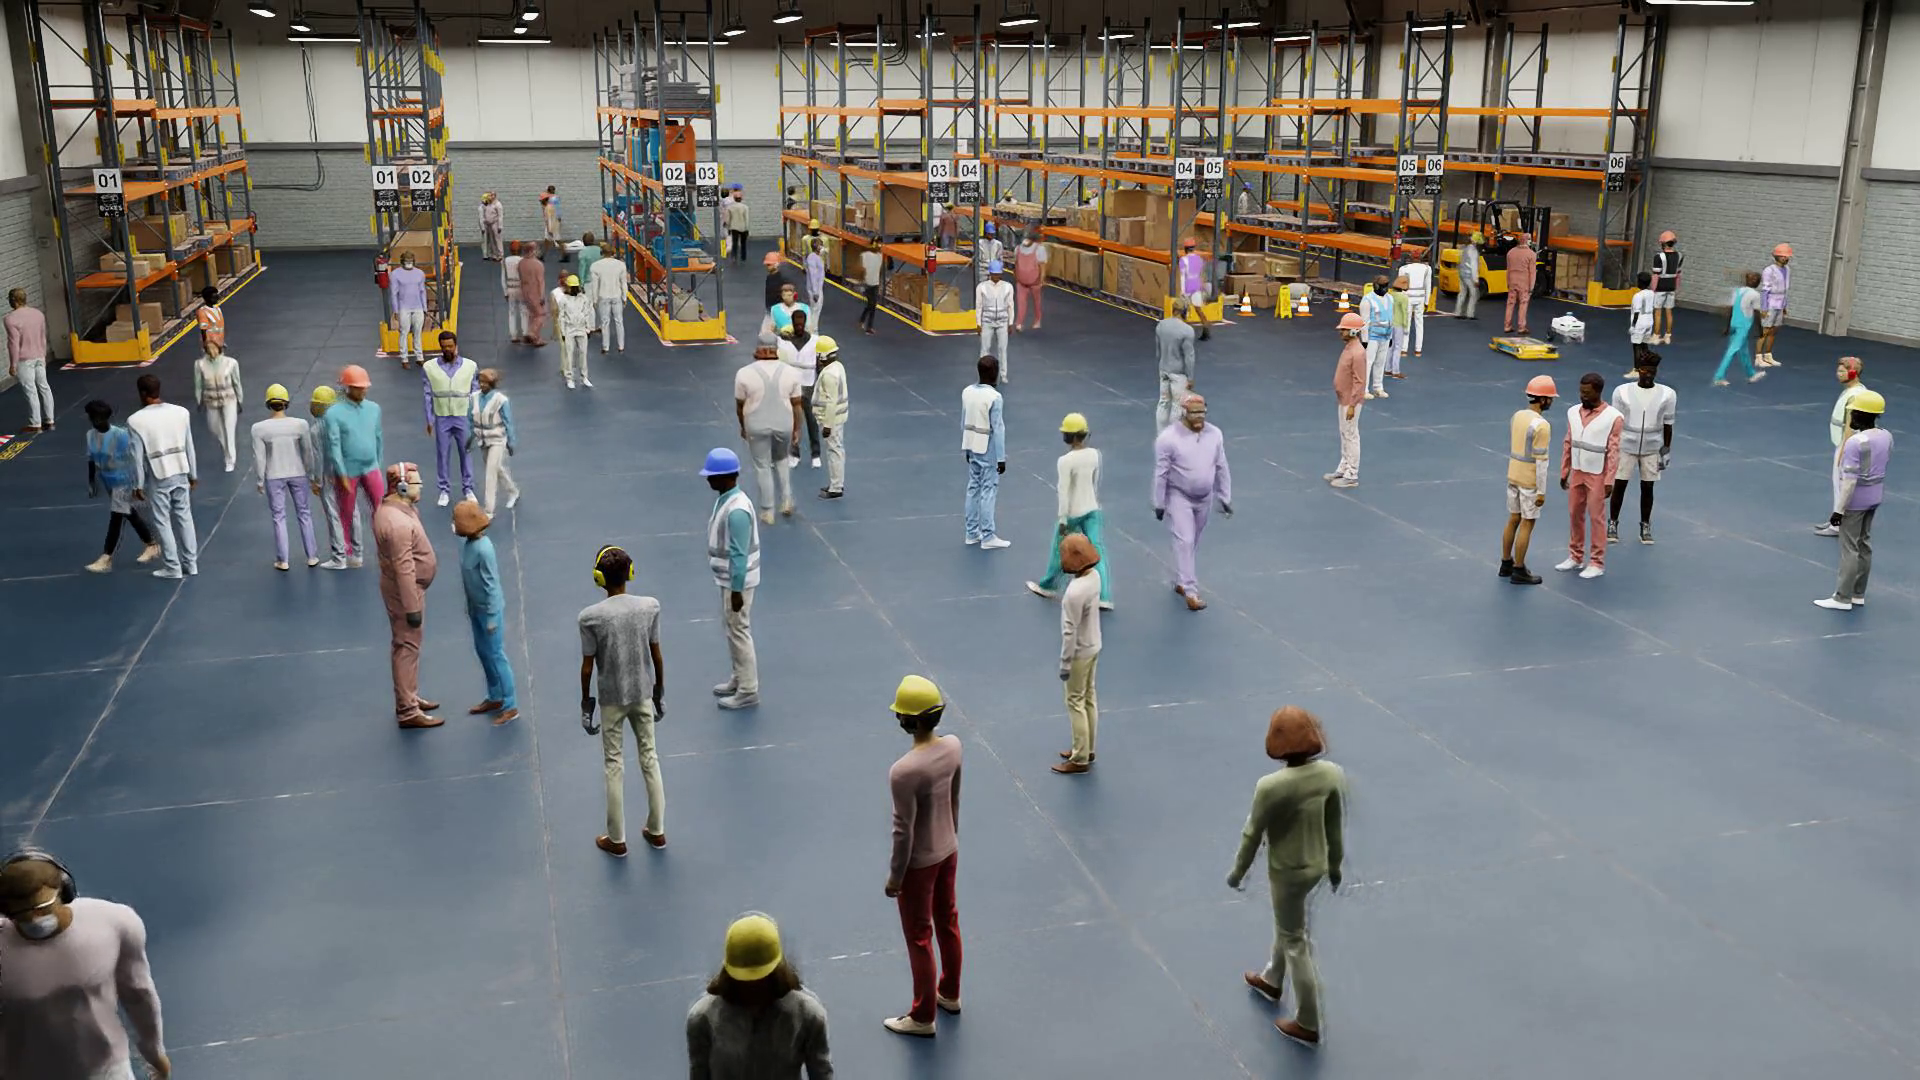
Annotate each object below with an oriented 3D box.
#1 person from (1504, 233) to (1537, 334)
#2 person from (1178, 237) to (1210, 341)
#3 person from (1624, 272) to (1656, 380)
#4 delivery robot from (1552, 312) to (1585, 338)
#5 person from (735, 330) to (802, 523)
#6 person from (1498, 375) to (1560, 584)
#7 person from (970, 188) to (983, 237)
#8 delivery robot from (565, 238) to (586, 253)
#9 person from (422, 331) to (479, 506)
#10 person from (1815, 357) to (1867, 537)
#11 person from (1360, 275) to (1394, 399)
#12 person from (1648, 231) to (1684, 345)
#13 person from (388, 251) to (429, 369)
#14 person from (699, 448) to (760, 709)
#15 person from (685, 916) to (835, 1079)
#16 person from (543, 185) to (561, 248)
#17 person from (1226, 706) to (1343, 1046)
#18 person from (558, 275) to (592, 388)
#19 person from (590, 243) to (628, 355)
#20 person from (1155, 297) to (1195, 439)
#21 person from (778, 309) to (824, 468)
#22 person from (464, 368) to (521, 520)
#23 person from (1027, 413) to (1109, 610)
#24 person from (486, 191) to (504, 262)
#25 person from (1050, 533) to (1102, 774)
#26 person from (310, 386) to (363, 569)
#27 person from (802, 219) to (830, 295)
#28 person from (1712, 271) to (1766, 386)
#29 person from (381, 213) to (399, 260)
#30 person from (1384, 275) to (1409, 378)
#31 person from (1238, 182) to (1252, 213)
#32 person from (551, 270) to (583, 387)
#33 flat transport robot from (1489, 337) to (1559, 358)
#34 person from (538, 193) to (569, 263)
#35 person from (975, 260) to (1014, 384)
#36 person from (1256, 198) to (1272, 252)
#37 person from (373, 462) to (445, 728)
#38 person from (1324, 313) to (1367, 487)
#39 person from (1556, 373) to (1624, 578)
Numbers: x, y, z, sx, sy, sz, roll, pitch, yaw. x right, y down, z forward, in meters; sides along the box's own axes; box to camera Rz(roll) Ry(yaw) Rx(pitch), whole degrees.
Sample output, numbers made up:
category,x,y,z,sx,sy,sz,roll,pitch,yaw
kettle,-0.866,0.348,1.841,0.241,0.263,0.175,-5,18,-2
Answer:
category,x,y,z,sx,sy,sz,roll,pitch,yaw
person,10.610,-4.838,31.425,0.404,1.900,0.638,-11,18,-35
person,4.274,-4.633,30.701,0.545,1.879,1.084,-7,16,-24
person,10.800,-3.399,26.385,0.540,1.696,0.317,-12,19,-38
delivery robot,11.079,-3.901,30.284,0.477,0.478,0.707,-1,15,-5
person,-2.041,-1.225,17.546,0.679,2.000,0.688,-5,16,-18
person,5.227,-0.550,15.234,0.385,1.930,0.539,-3,15,-12
person,0.524,-10.651,53.400,0.346,1.841,0.506,13,20,40
delivery robot,-10.635,-8.173,46.358,0.707,0.478,0.477,-5,15,-16
person,-5.549,-1.340,18.211,0.587,1.920,0.397,-5,16,-18
person,9.001,-0.939,16.861,0.386,1.838,0.573,7,17,25
person,6.185,-3.003,24.647,0.619,1.836,0.431,-10,18,-33
person,12.702,-4.544,30.033,0.613,2.041,0.389,-5,16,-19
person,-9.058,-3.792,27.415,0.372,1.934,0.627,14,21,43
person,-1.662,0.272,12.121,0.419,1.937,0.616,-4,15,-15
person,-0.670,2.101,5.653,0.508,1.701,0.849,-2,15,-7
person,-12.182,-9.662,49.705,0.624,1.835,0.431,7,16,24
person,1.516,1.555,7.923,0.507,1.602,0.734,-11,19,-37
person,-5.912,-3.210,25.598,0.484,1.738,0.320,-10,18,-34
person,-6.074,-4.175,28.844,0.630,1.940,0.372,-6,16,-21
person,2.729,-2.111,21.105,0.380,1.929,0.636,-11,19,-36
person,-1.924,-1.831,20.079,0.610,1.915,0.437,-1,15,-2
person,-4.964,-1.051,17.733,0.513,1.601,0.824,8,17,26
person,0.990,-0.263,14.537,0.543,1.712,0.898,-14,20,-41
person,-12.728,-8.560,45.405,0.405,1.906,0.653,-14,20,-42
person,0.765,0.745,10.932,0.307,1.626,0.500,6,16,22
person,-5.939,-0.595,15.744,0.298,1.745,0.484,6,16,22
person,-3.042,-5.834,35.140,0.584,1.912,0.716,-1,15,-4
person,12.129,-3.259,25.682,1.007,1.782,0.500,-2,15,-9
person,-15.199,-8.328,44.548,0.557,1.894,0.915,-2,15,-7
person,6.980,-3.405,26.552,0.281,1.628,0.503,-5,16,-18
person,8.414,-9.593,49.221,0.402,1.943,0.605,1,15,5
person,-6.054,-3.275,25.691,0.493,1.820,0.585,13,20,41
flat transport robot,9.822,-3.366,28.992,0.652,0.197,1.431,-1,15,-5
person,-11.116,-8.431,45.008,1.013,1.863,0.631,-5,16,-19
person,0.540,-3.373,25.836,0.602,1.939,0.418,-2,15,-7
person,8.269,-8.478,45.169,0.509,1.872,0.329,13,19,39
person,-3.895,0.386,11.773,0.397,1.897,0.649,-6,16,-22
person,4.453,-1.606,19.069,0.376,1.995,0.608,0,15,0
person,5.869,-0.615,15.515,0.407,1.907,0.598,-9,17,-30
